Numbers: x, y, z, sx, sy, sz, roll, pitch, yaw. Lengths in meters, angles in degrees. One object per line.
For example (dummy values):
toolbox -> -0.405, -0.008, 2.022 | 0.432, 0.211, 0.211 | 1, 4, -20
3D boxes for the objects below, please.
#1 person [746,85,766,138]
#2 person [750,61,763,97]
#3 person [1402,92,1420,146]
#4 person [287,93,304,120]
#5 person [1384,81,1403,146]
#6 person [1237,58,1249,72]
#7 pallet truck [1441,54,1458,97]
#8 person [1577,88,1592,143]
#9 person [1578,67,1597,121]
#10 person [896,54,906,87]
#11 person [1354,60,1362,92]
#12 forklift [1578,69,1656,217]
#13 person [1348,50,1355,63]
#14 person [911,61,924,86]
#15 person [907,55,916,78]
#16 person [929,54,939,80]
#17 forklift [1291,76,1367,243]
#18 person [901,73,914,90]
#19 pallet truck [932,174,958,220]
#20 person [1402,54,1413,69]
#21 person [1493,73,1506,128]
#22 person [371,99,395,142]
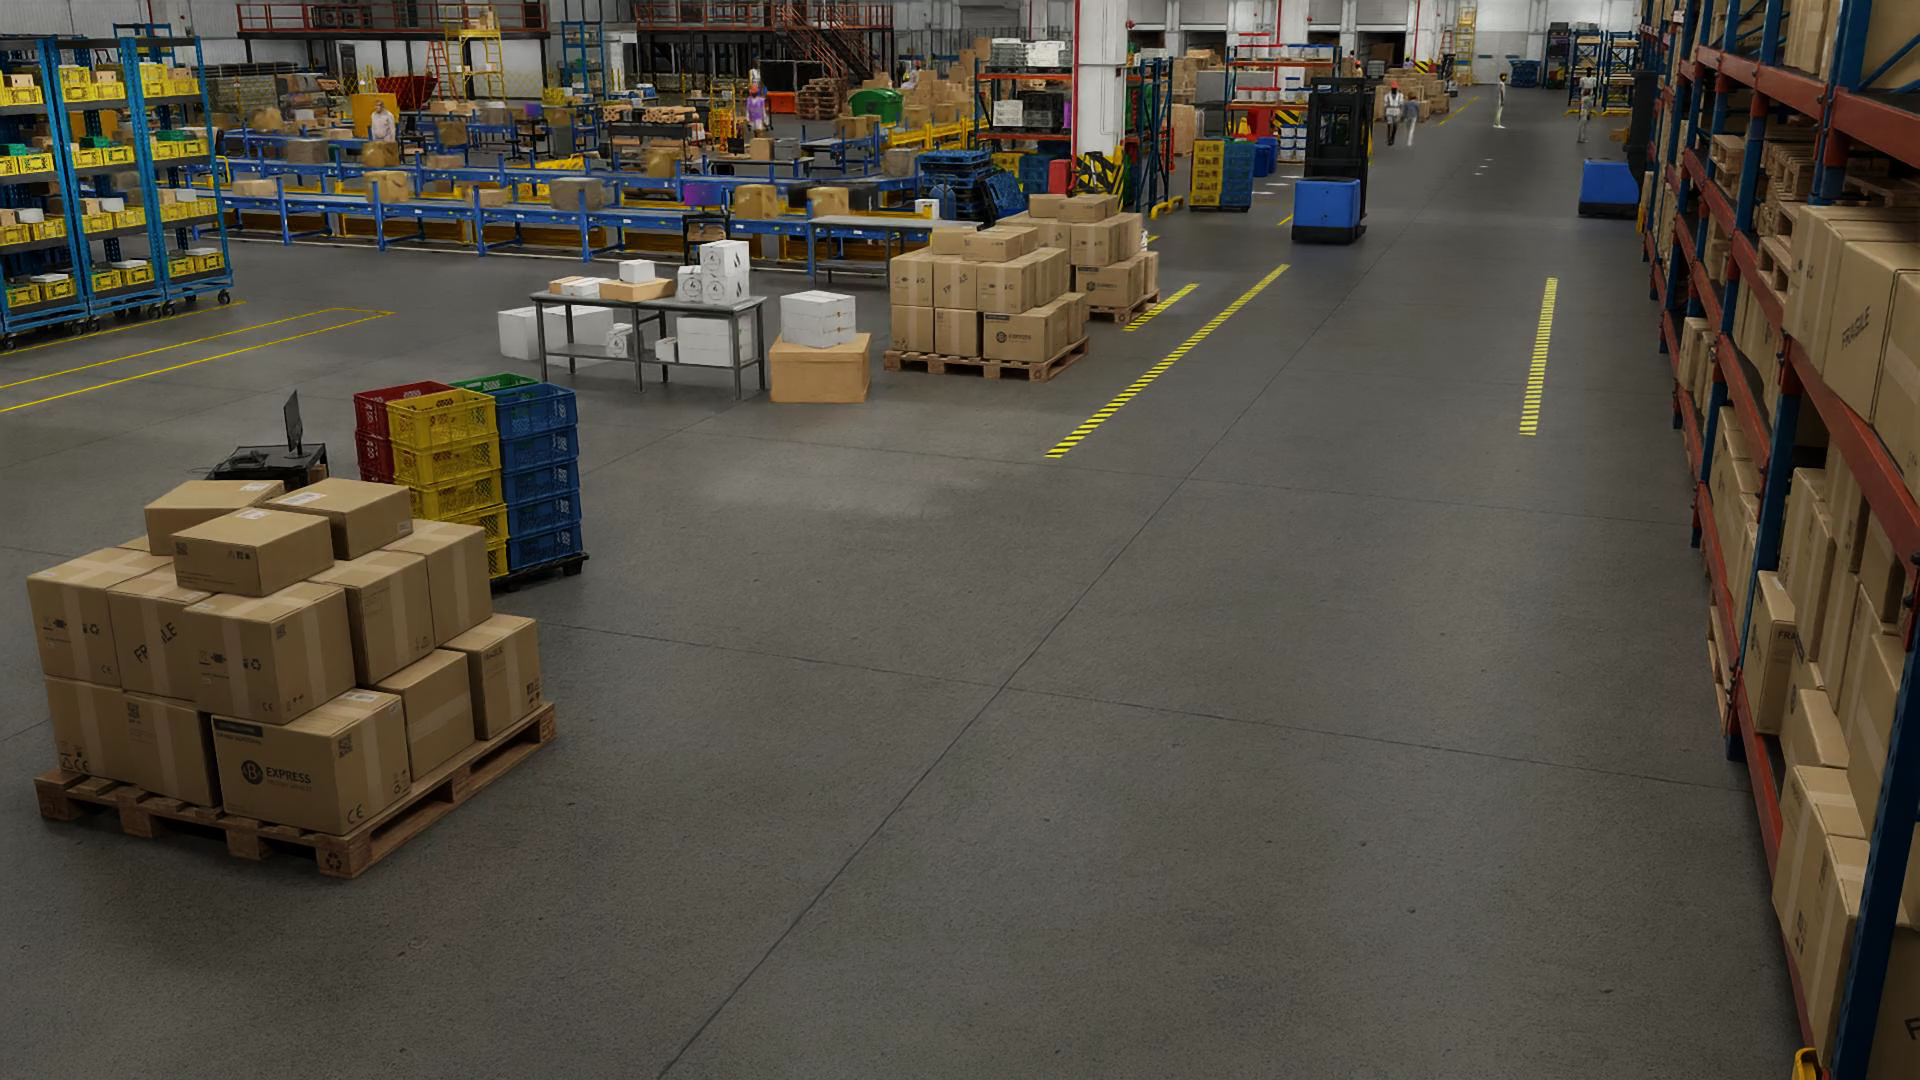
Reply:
person -> -5.856, -12.047, 47.633 | 0.541, 1.880, 0.976 | 4, 18, 12
person -> -8.555, -19.165, 69.988 | 0.585, 1.882, 0.337 | -7, 19, -22
person -> 13.594, -12.691, 50.141 | 0.531, 1.583, 0.860 | 7, 19, 21
person -> -19.977, -12.928, 50.170 | 0.613, 2.025, 0.785 | 11, 20, 30
person -> 13.070, -12.888, 50.234 | 0.560, 1.906, 0.777 | 3, 18, 9
person -> 12.618, -20.799, 74.869 | 0.687, 2.000, 0.538 | 13, 22, 34
pallet truck -> 22.765, -21.886, 78.355 | 0.823, 1.965, 1.885 | -4, 18, -14
person -> 19.313, -13.125, 51.403 | 0.307, 1.645, 0.511 | -1, 18, -3
person -> 23.096, -16.426, 61.274 | 0.606, 1.958, 0.377 | 5, 18, 16
person -> -2.940, -23.191, 82.702 | 0.505, 1.847, 0.349 | -3, 18, -10
person -> 16.692, -19.162, 69.910 | 0.374, 1.929, 0.542 | 8, 19, 24
forklift -> 13.219, -7.740, 32.475 | 1.873, 2.768, 1.129 | 6, 19, 18
person -> 21.597, -26.095, 91.835 | 0.429, 1.844, 0.627 | -1, 18, -3
person -> -1.732, -18.711, 68.433 | 0.614, 1.967, 0.841 | -6, 19, -18
person -> -2.254, -23.043, 82.226 | 0.603, 1.844, 0.916 | 7, 19, 20
person -> -1.239, -23.040, 82.165 | 0.608, 1.875, 0.909 | 6, 18, 17
forklift -> 6.598, -6.755, 29.381 | 1.129, 2.768, 1.873 | 6, 19, 19
person -> -1.869, -15.368, 58.144 | 0.404, 1.830, 0.600 | 16, 23, 40
pallet truck -> -0.507, -5.292, 27.348 | 0.653, 1.274, 1.630 | 6, 19, 19
person -> 21.643, -22.556, 80.575 | 0.375, 1.925, 0.595 | -12, 21, -33
person -> 18.768, -15.248, 57.697 | 0.328, 1.877, 0.513 | 0, 18, 1
person -> -13.834, -9.590, 39.893 | 0.645, 1.899, 0.395 | 6, 19, 19
